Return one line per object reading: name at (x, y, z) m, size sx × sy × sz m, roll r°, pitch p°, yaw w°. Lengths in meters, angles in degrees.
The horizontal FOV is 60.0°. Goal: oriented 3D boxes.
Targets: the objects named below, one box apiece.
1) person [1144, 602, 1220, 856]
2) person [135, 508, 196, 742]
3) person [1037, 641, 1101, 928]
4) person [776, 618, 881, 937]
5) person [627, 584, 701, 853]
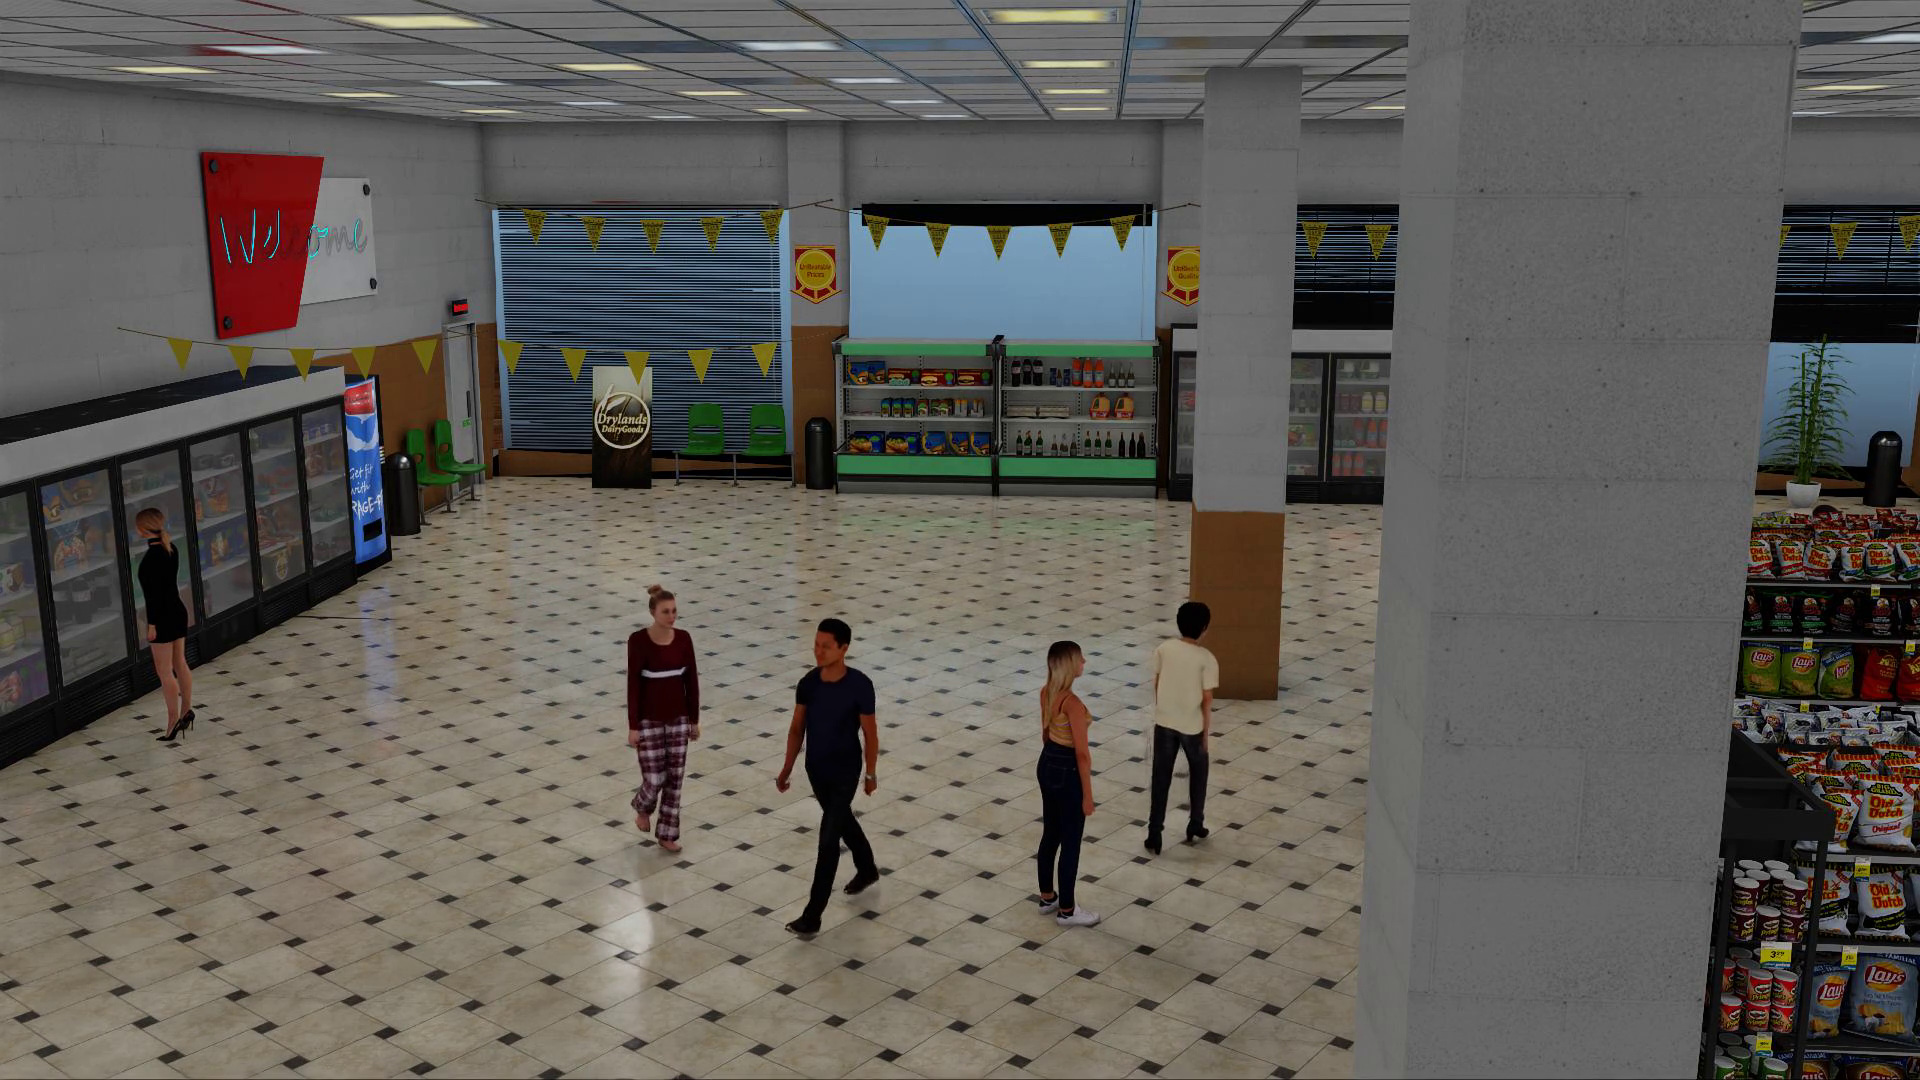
person at (1.350, 1.192, 10.352) m, size 0.770 × 1.554 × 0.794 m, roll 5°, pitch 13°, yaw 22°
person at (-6.000, 0.623, 12.532) m, size 0.541 × 1.768 × 0.599 m, roll 0°, pitch 12°, yaw -2°
person at (0.581, 1.358, 9.382) m, size 0.675 × 1.629 × 0.654 m, roll -6°, pitch 13°, yaw -26°
person at (-0.656, 1.293, 9.408) m, size 1.207 × 1.745 × 1.093 m, roll 8°, pitch 14°, yaw 32°
person at (-1.905, 1.109, 10.411) m, size 0.793 × 1.692 × 0.855 m, roll -8°, pitch 14°, yaw -34°
